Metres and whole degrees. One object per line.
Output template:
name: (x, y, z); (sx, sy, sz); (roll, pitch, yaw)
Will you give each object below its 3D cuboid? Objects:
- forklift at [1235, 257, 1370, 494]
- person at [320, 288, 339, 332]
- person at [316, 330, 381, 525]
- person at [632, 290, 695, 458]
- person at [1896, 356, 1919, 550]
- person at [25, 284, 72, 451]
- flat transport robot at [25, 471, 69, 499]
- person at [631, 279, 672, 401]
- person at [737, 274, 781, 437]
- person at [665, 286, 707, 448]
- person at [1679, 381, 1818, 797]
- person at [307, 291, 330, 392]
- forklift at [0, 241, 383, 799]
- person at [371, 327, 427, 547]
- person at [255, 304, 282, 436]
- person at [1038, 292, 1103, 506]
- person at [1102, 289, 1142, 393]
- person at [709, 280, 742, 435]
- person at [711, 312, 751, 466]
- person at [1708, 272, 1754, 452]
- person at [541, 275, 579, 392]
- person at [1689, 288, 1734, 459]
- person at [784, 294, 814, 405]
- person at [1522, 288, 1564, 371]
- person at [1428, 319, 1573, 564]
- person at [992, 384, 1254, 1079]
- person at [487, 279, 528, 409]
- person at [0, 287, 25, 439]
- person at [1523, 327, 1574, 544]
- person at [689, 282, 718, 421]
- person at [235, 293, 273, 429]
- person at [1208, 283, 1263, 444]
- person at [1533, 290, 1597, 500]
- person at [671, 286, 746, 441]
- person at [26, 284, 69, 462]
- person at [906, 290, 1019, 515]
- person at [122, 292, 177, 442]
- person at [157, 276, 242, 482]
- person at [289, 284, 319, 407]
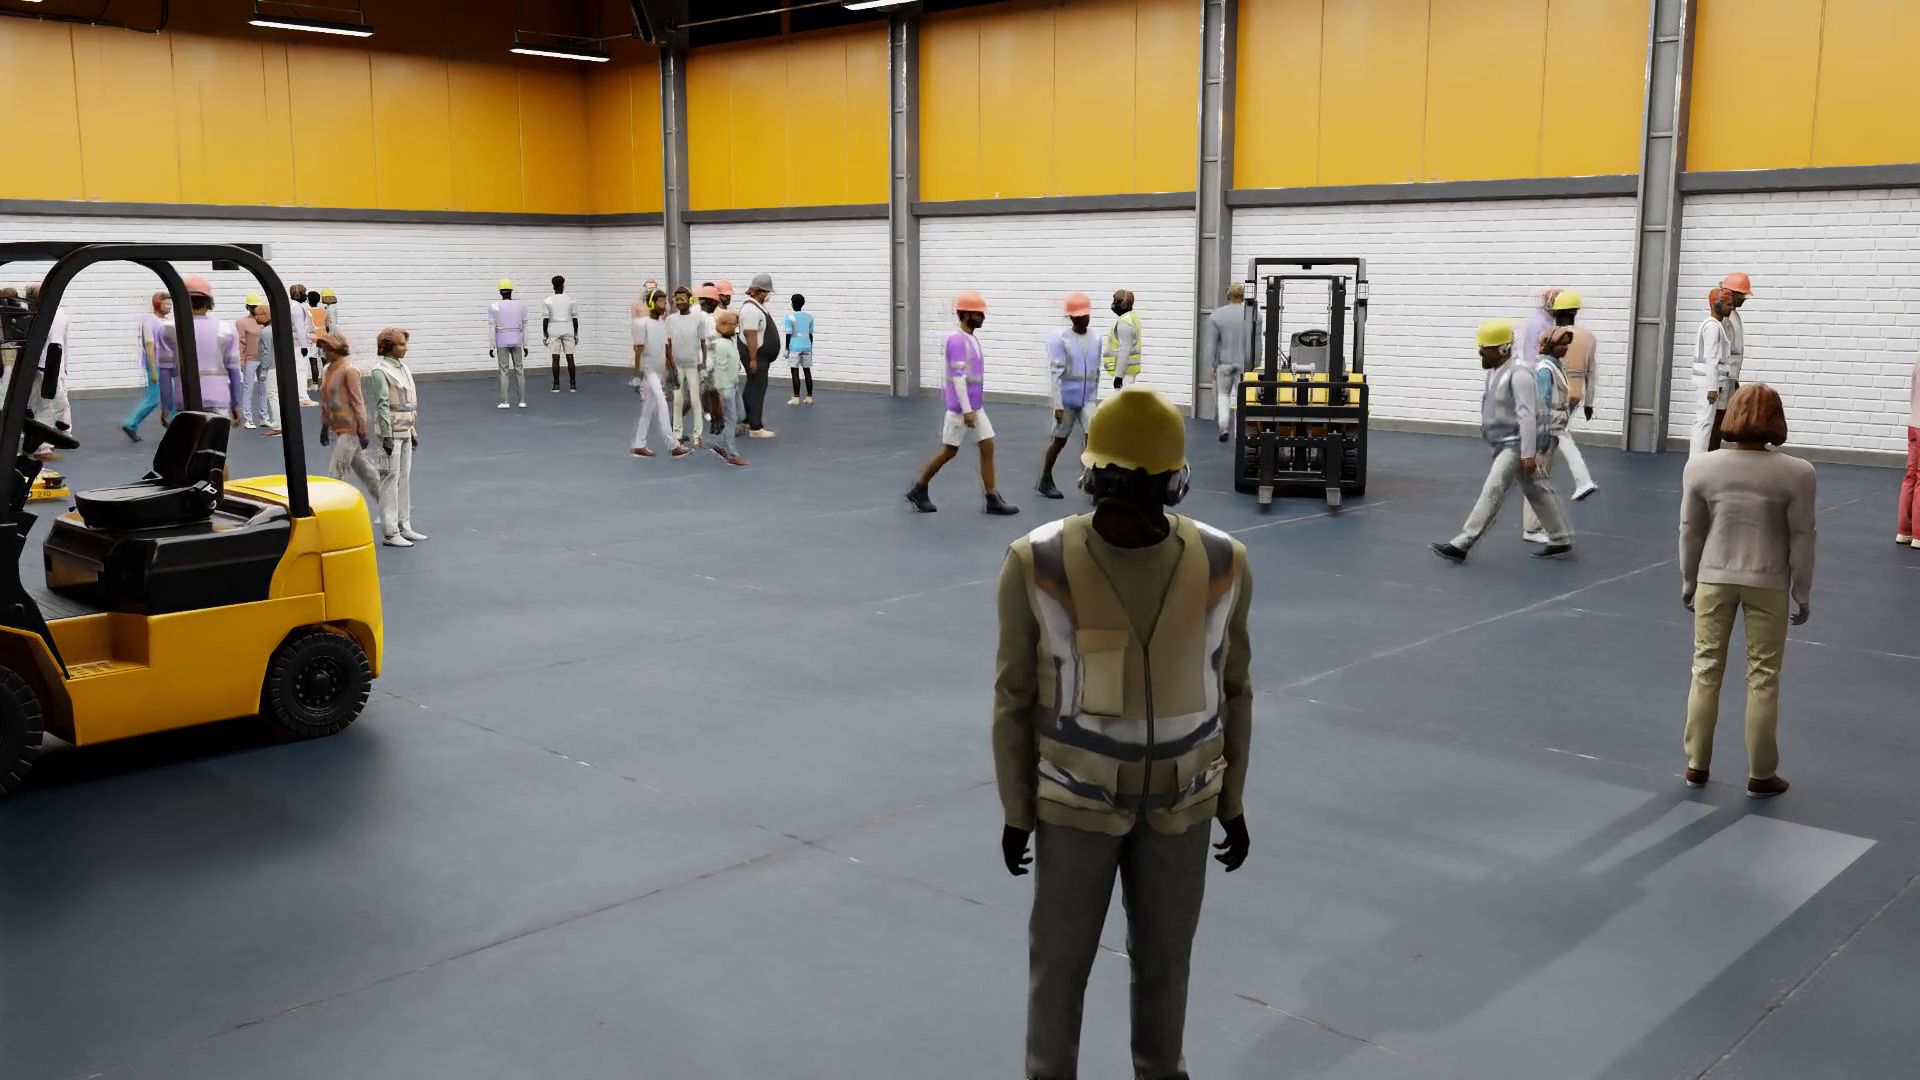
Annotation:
forklift: (3.309, -1.629, 16.029); (1.214, 2.155, 2.313); (2, 9, 11)
person: (-10.921, -3.501, 28.883); (0.324, 1.743, 0.490); (-3, 10, -18)
person: (-4.871, -0.876, 13.260); (0.851, 1.589, 0.532); (-8, 12, -40)
person: (-3.228, -1.798, 18.166); (0.902, 1.828, 0.568); (3, 10, 19)
person: (7.194, -0.805, 12.299); (0.320, 1.766, 0.523); (1, 9, 9)
person: (-10.409, -1.948, 18.885); (0.409, 1.903, 0.638); (2, 10, 14)
flat transport robot: (-8.695, -0.531, 15.176); (0.652, 0.197, 1.431); (-8, 13, -42)
person: (-4.829, -3.128, 26.106); (0.646, 1.908, 0.408); (-4, 10, -24)
person: (-2.549, -2.306, 20.652); (0.642, 2.000, 0.886); (-1, 9, -5)
person: (-3.176, -1.991, 19.242); (0.516, 1.872, 0.327); (1, 9, 8)
person: (3.090, 0.194, 6.560); (0.500, 1.635, 0.287); (7, 12, 38)
person: (-10.898, -3.358, 28.156); (0.319, 1.696, 0.532); (6, 11, 34)
forklift: (-3.706, -0.171, 7.093); (1.214, 2.155, 2.313); (9, 13, 43)
person: (-4.233, -0.774, 12.486); (0.307, 1.641, 0.513); (0, 9, 2)
person: (-8.576, -2.104, 20.657); (0.287, 1.634, 0.497); (-1, 9, -9)
person: (1.006, -1.250, 14.696); (0.556, 1.884, 1.018); (-5, 10, -27)
person: (1.800, -1.858, 18.506); (0.429, 1.846, 0.629); (2, 9, 12)
person: (-2.952, -2.292, 20.882); (0.363, 1.935, 0.553); (7, 11, 36)
person: (-2.417, -1.593, 17.552); (0.412, 1.624, 0.543); (1, 9, 7)
person: (7.654, -1.643, 16.599); (0.382, 2.038, 0.606); (8, 12, 40)
person: (-6.710, -3.457, 27.951); (0.603, 1.962, 0.372); (-3, 10, -19)
person: (7.335, -1.512, 16.258); (0.337, 1.882, 0.584); (3, 10, 20)
person: (-2.452, -2.895, 25.311); (0.540, 1.695, 0.317); (-8, 12, -40)
person: (6.311, -1.857, 18.424); (0.732, 1.866, 0.674); (6, 11, 33)
person: (3.863, -0.680, 11.683); (1.086, 1.730, 0.607); (0, 9, 2)
person: (0.369, 0.567, 3.682); (0.592, 1.828, 0.404); (-1, 9, -8)
person: (-6.706, -2.906, 24.690); (0.590, 1.923, 0.384); (-5, 11, -28)
person: (-11.569, -2.157, 20.341); (0.429, 1.847, 0.626); (1, 9, 7)
person: (4.463, -0.798, 12.639); (0.314, 1.636, 0.517); (5, 10, 27)
person: (-3.417, -2.579, 22.755); (0.599, 1.897, 0.444); (-5, 10, -26)
person: (-9.136, -2.326, 21.620); (0.321, 1.765, 0.533); (5, 11, 30)
person: (3.239, -2.064, 19.551); (0.637, 1.924, 0.442); (2, 9, 10)
person: (5.493, -1.317, 15.087); (0.588, 1.886, 0.992); (-4, 10, -25)
person: (-3.126, -2.113, 20.054); (1.002, 1.883, 0.547); (-4, 10, -23)
person: (-9.774, -1.762, 17.721); (0.439, 1.907, 0.662); (-4, 10, -21)
person: (0.002, -1.153, 14.021); (0.954, 1.907, 0.543); (4, 10, 25)
person: (-9.591, -2.051, 19.826); (0.831, 1.810, 0.614); (0, 9, 3)
person: (-6.128, -1.112, 13.449); (0.630, 2.016, 0.507); (-4, 10, -25)
person: (-9.946, -2.933, 25.106); (0.429, 1.843, 0.628); (-6, 11, -32)
